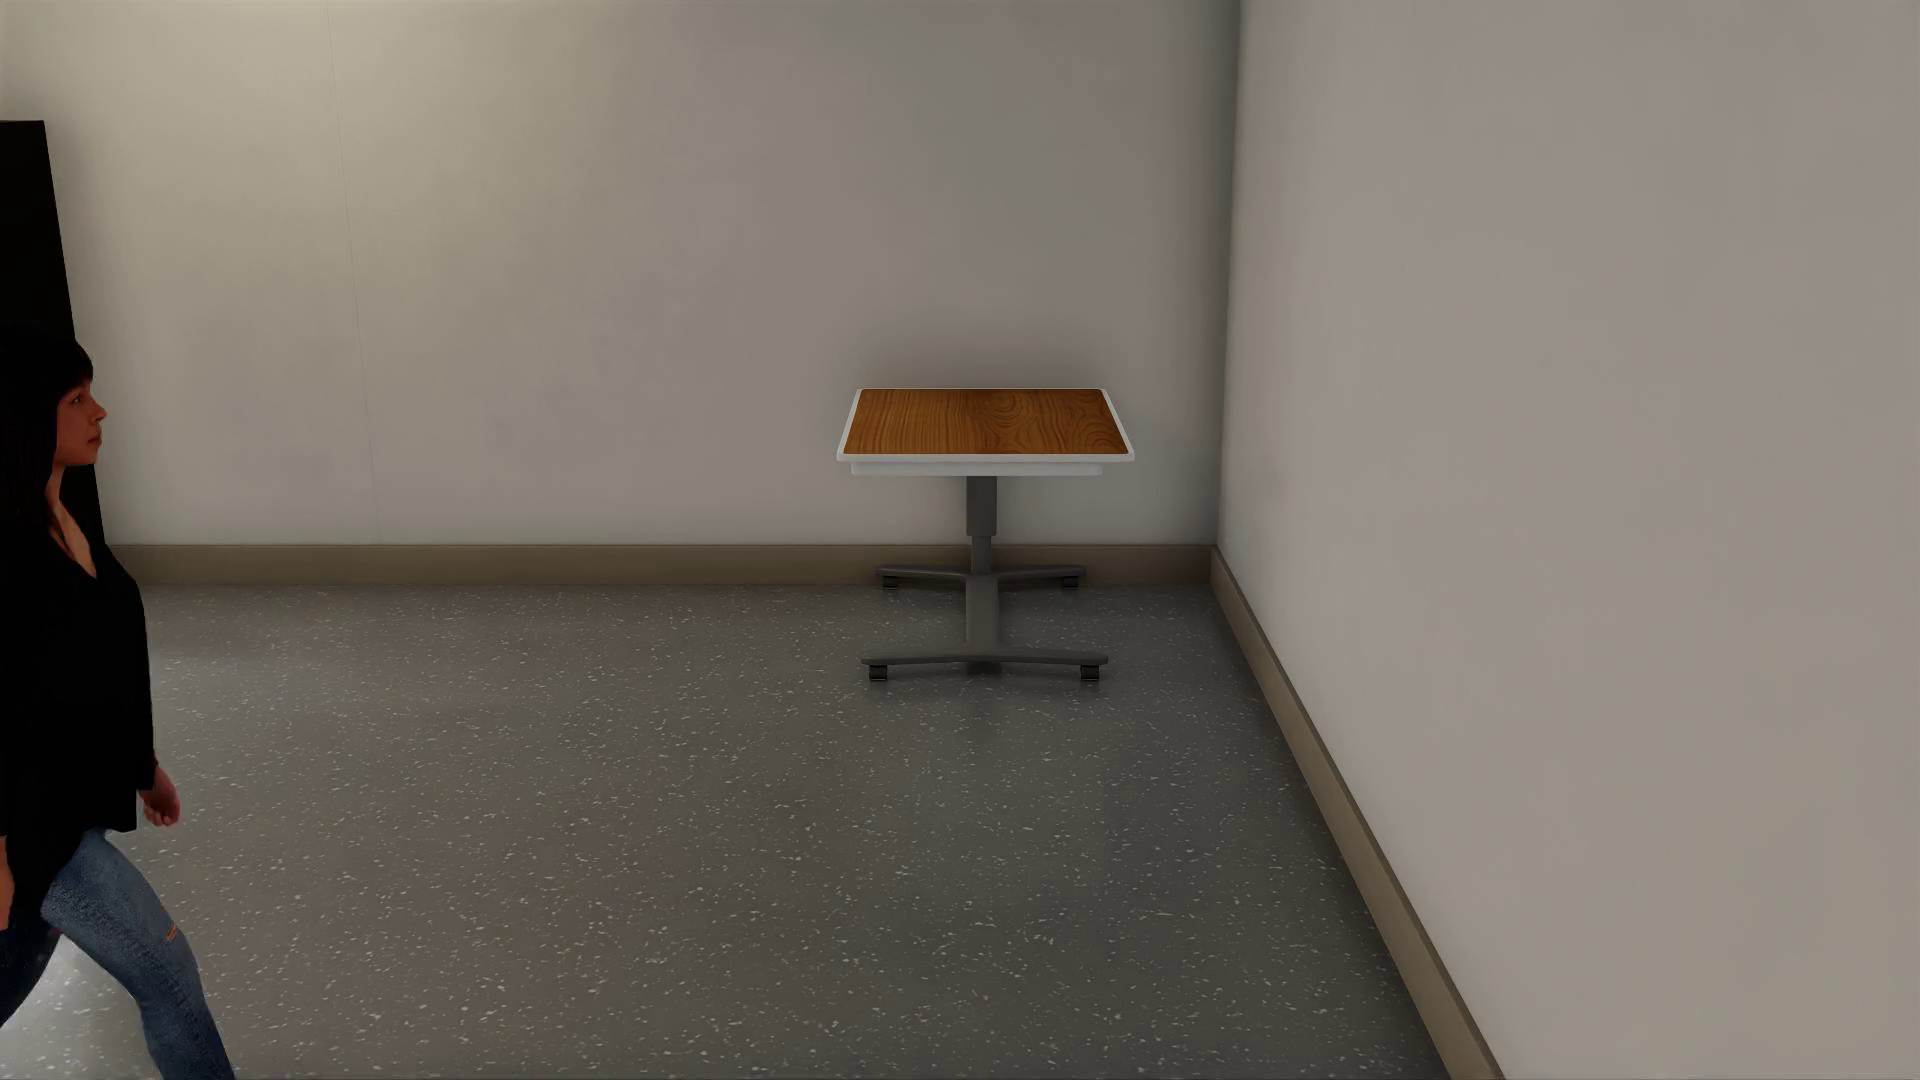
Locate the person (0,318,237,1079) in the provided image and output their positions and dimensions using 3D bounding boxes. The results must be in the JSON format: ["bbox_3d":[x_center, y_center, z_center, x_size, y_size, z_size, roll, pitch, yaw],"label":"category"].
[{"bbox_3d":[-1.593,0.470,2.757,1.148,1.612,0.829,-6,17,-19],"label":"person"}]
